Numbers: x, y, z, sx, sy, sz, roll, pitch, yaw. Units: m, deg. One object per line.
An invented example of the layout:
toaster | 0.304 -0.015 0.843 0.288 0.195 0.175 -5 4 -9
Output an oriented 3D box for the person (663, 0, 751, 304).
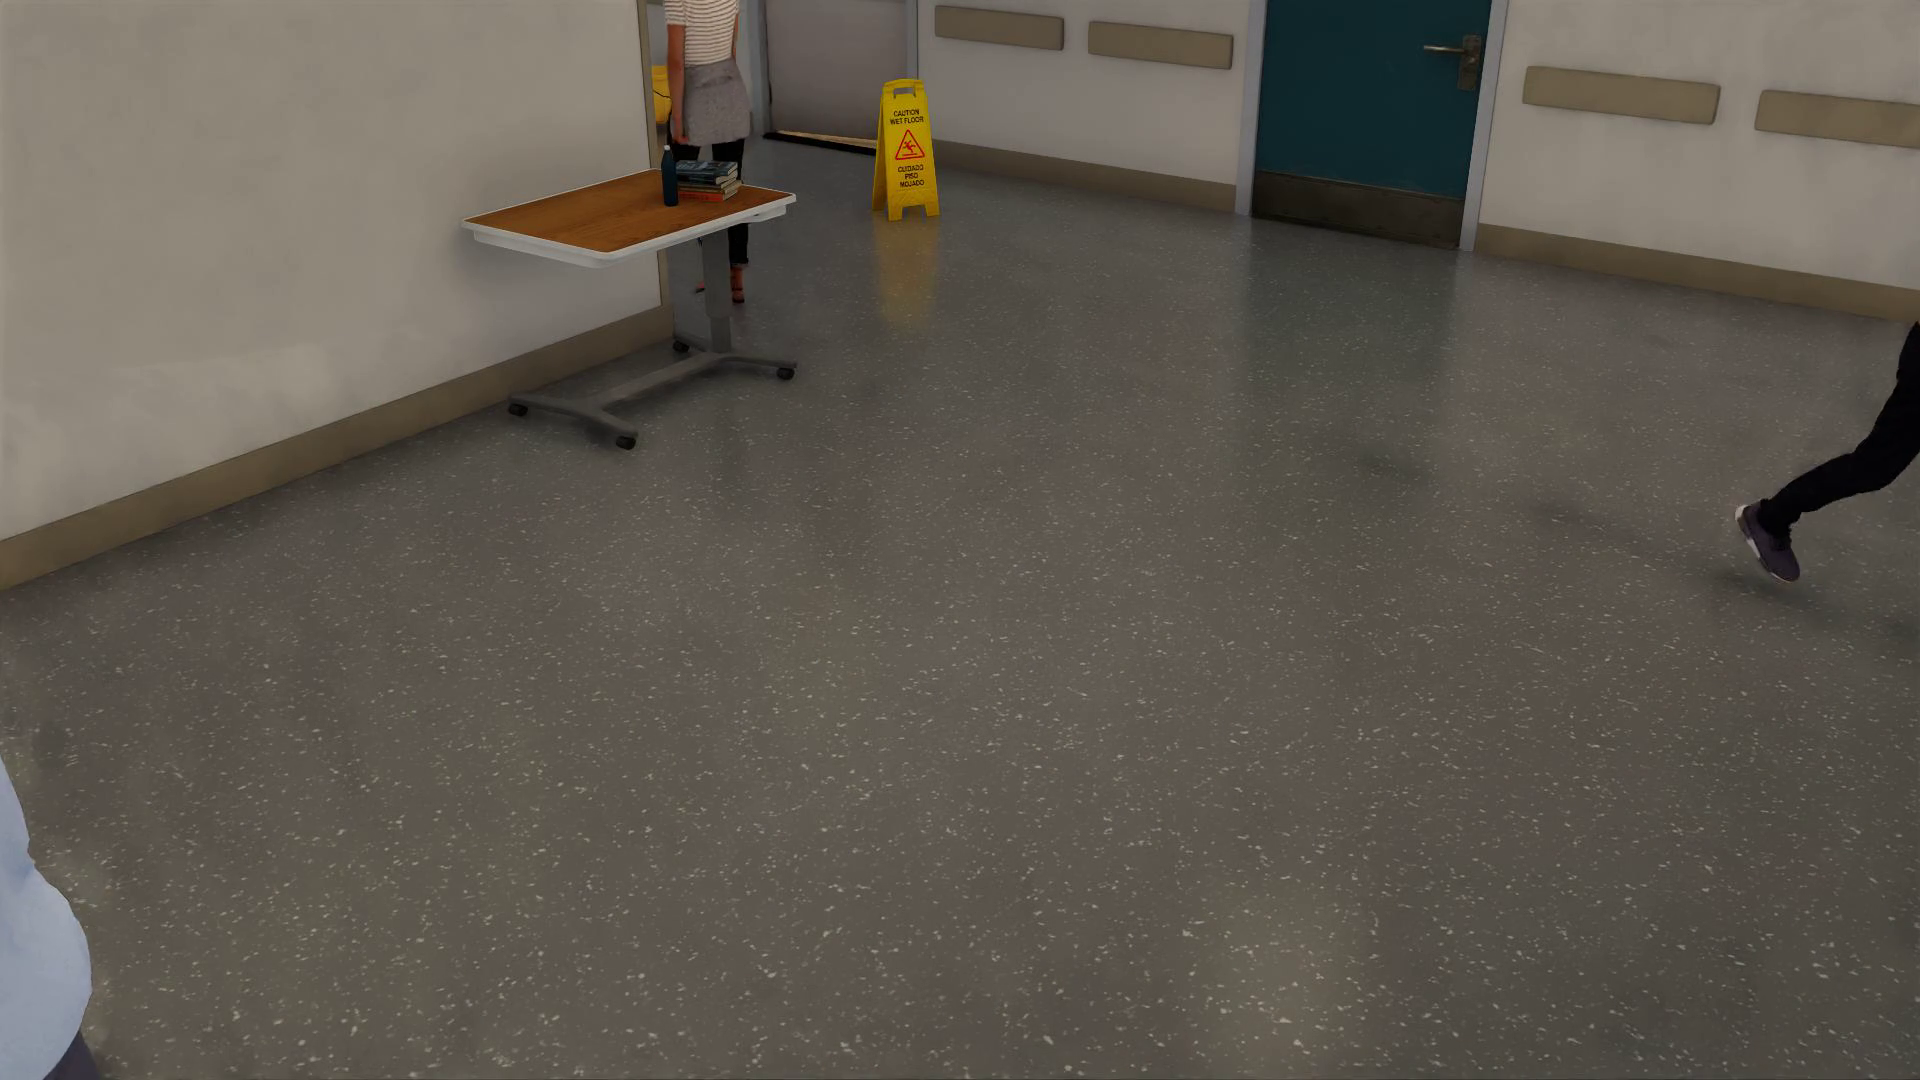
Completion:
person | -1.098 -1.977 7.734 0.667 1.813 0.691 -21 33 -36
